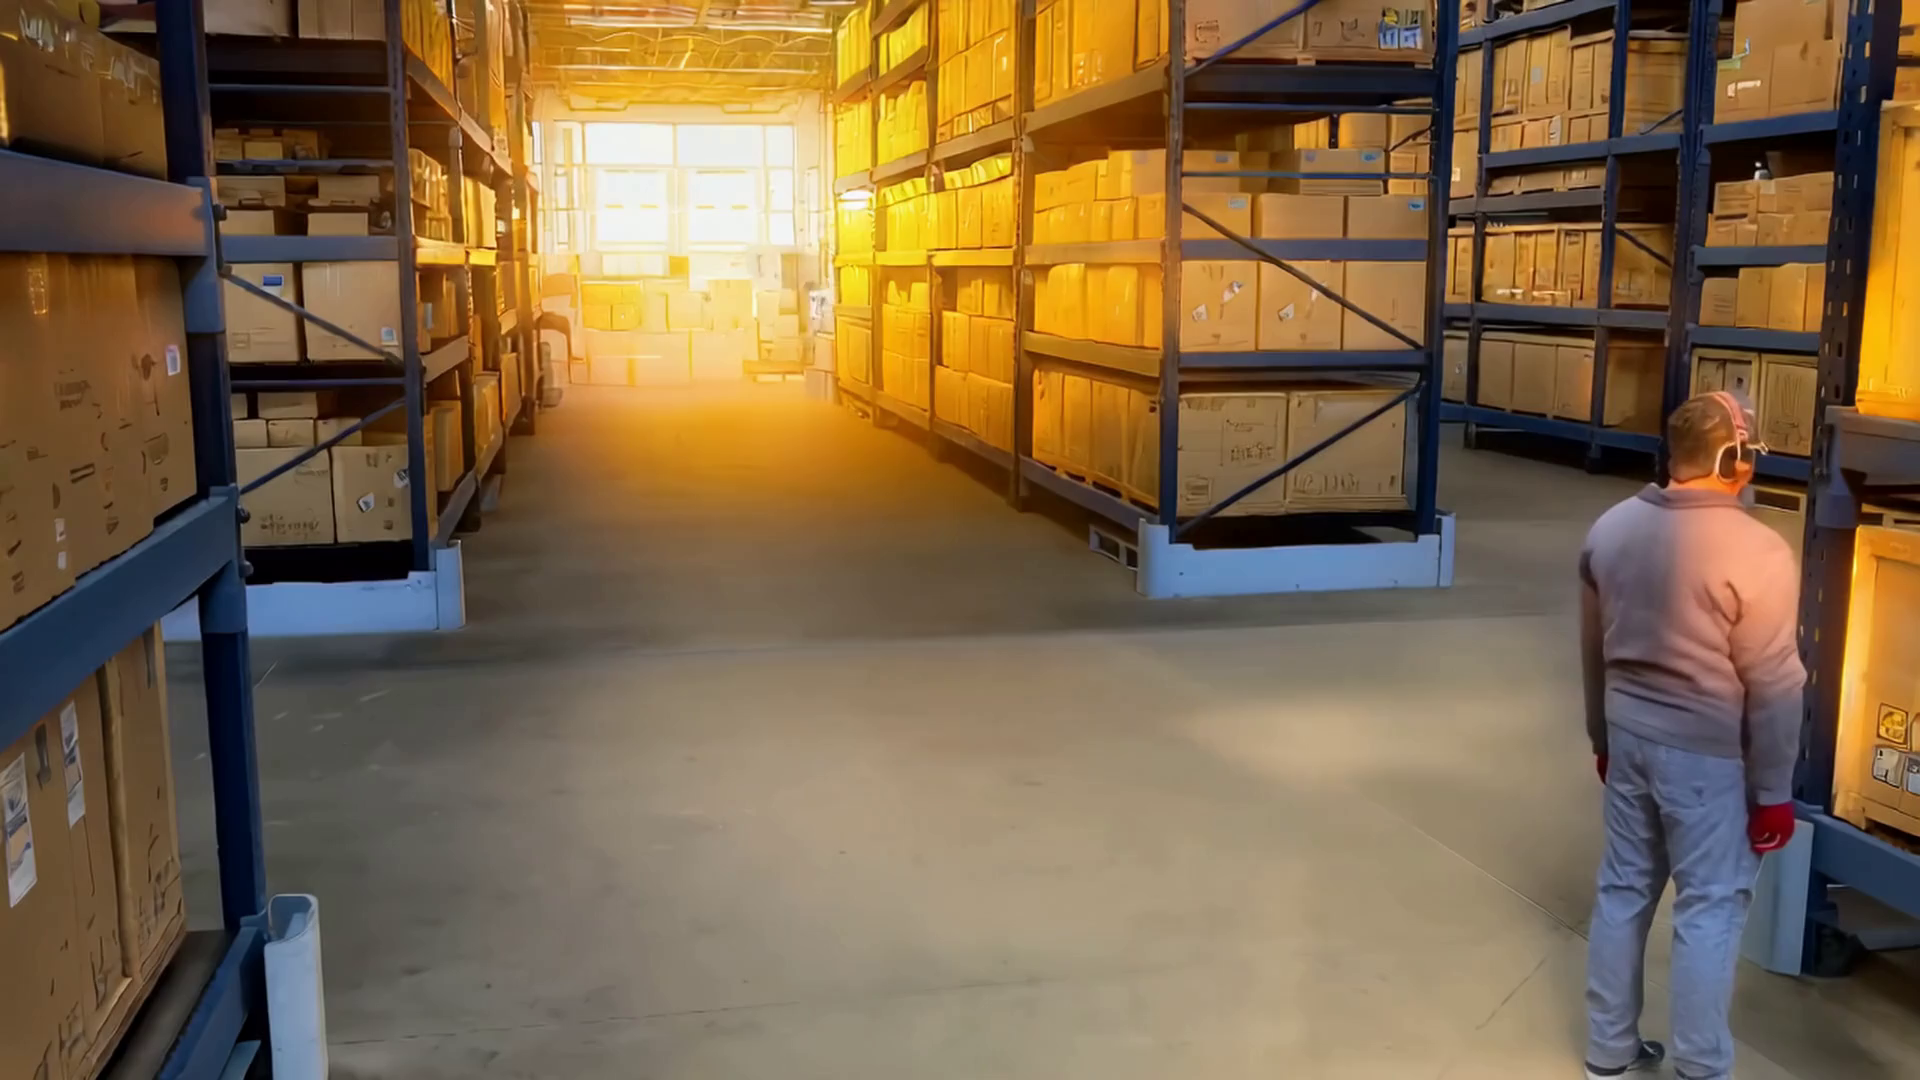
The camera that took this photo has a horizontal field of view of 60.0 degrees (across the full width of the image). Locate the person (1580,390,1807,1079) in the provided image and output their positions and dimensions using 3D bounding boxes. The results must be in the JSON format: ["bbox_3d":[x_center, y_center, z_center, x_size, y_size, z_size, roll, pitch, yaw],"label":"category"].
[{"bbox_3d":[1.914,0.565,4.344,0.407,1.908,0.641,-4,10,-25],"label":"person"}]

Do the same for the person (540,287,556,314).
[{"bbox_3d":[-12.864,-7.231,51.928,0.653,1.882,1.007,-7,12,-38],"label":"person"}]

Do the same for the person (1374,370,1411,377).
[{"bbox_3d":[5.177,-2.020,20.160,0.647,1.893,0.674,0,9,-2],"label":"person"}]

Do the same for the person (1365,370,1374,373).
[{"bbox_3d":[3.617,-1.154,15.474,0.319,1.690,0.530,-9,13,-44],"label":"person"}]

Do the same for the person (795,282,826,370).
[{"bbox_3d":[-3.190,-4.599,35.845,0.893,1.903,0.548,-9,13,-43],"label":"person"}]

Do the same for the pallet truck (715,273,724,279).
[{"bbox_3d":[-8.580,-8.986,62.280,1.885,1.965,0.823,1,9,5],"label":"pallet truck"}]

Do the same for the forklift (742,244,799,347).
[{"bbox_3d":[-5.434,-6.559,44.801,1.873,2.768,1.129,-9,13,-44],"label":"forklift"}]
